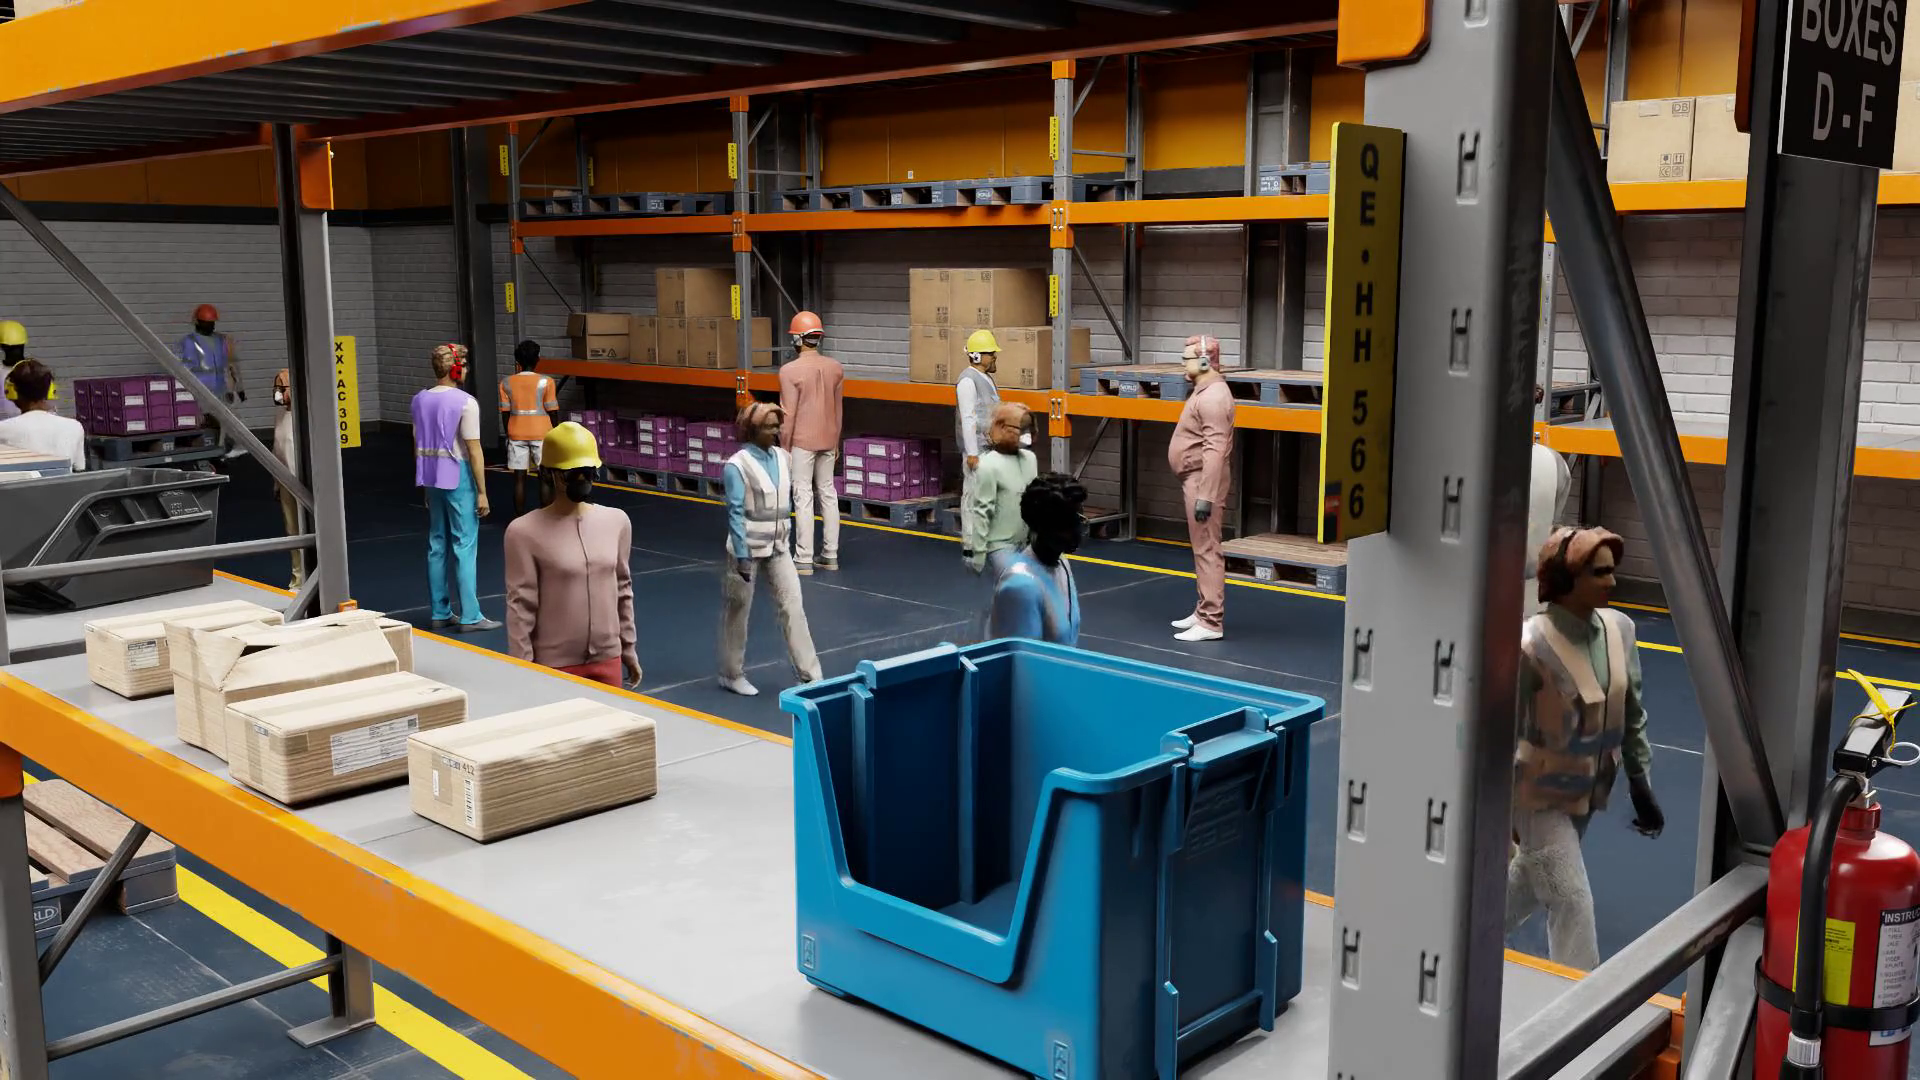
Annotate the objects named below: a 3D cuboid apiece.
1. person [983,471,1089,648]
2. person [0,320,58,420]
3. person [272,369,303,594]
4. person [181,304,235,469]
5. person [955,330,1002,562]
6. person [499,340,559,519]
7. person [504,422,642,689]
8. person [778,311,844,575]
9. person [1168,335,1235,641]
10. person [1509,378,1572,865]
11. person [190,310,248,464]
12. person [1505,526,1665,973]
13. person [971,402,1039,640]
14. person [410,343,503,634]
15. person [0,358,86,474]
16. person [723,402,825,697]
[{"bbox_3d":[0.244,0.581,5.596,0.854,1.643,0.554,4,10,23],"label":"person"},{"bbox_3d":[-7.427,-0.776,13.169,0.604,1.910,0.549,-7,12,-38],"label":"person"},{"bbox_3d":[-4.570,-0.361,11.470,0.497,1.633,0.283,6,11,34],"label":"person"},{"bbox_3d":[-8.639,-1.757,19.167,0.402,1.921,0.546,5,10,26],"label":"person"},{"bbox_3d":[0.172,-0.751,13.249,0.403,1.834,0.588,2,10,15],"label":"person"},{"bbox_3d":[-3.745,-0.892,14.530,0.531,1.697,0.320,1,9,6],"label":"person"},{"bbox_3d":[-1.404,0.446,6.115,0.533,1.768,0.311,-9,13,-44],"label":"person"},{"bbox_3d":[-1.144,-0.732,12.641,0.377,1.995,0.608,9,13,43],"label":"person"},{"bbox_3d":[1.502,-0.322,10.404,0.405,1.904,0.653,1,9,6],"label":"person"},{"bbox_3d":[1.914,0.324,6.014,0.605,2.045,0.387,-7,12,-38],"label":"person"},{"bbox_3d":[-8.916,-1.866,20.032,0.607,1.870,0.842,3,10,18],"label":"person"},{"bbox_3d":[1.702,0.731,4.860,0.507,1.605,0.855,-6,11,-35],"label":"person"},{"bbox_3d":[0.299,0.066,8.926,0.507,1.612,0.498,5,11,28],"label":"person"},{"bbox_3d":[-3.235,-0.320,10.570,0.565,1.846,0.388,5,11,30],"label":"person"},{"bbox_3d":[-4.938,-0.039,8.880,0.782,1.833,0.550,8,12,40],"label":"person"},{"bbox_3d":[-0.995,0.075,8.856,0.794,1.600,0.547,7,12,37],"label":"person"}]
